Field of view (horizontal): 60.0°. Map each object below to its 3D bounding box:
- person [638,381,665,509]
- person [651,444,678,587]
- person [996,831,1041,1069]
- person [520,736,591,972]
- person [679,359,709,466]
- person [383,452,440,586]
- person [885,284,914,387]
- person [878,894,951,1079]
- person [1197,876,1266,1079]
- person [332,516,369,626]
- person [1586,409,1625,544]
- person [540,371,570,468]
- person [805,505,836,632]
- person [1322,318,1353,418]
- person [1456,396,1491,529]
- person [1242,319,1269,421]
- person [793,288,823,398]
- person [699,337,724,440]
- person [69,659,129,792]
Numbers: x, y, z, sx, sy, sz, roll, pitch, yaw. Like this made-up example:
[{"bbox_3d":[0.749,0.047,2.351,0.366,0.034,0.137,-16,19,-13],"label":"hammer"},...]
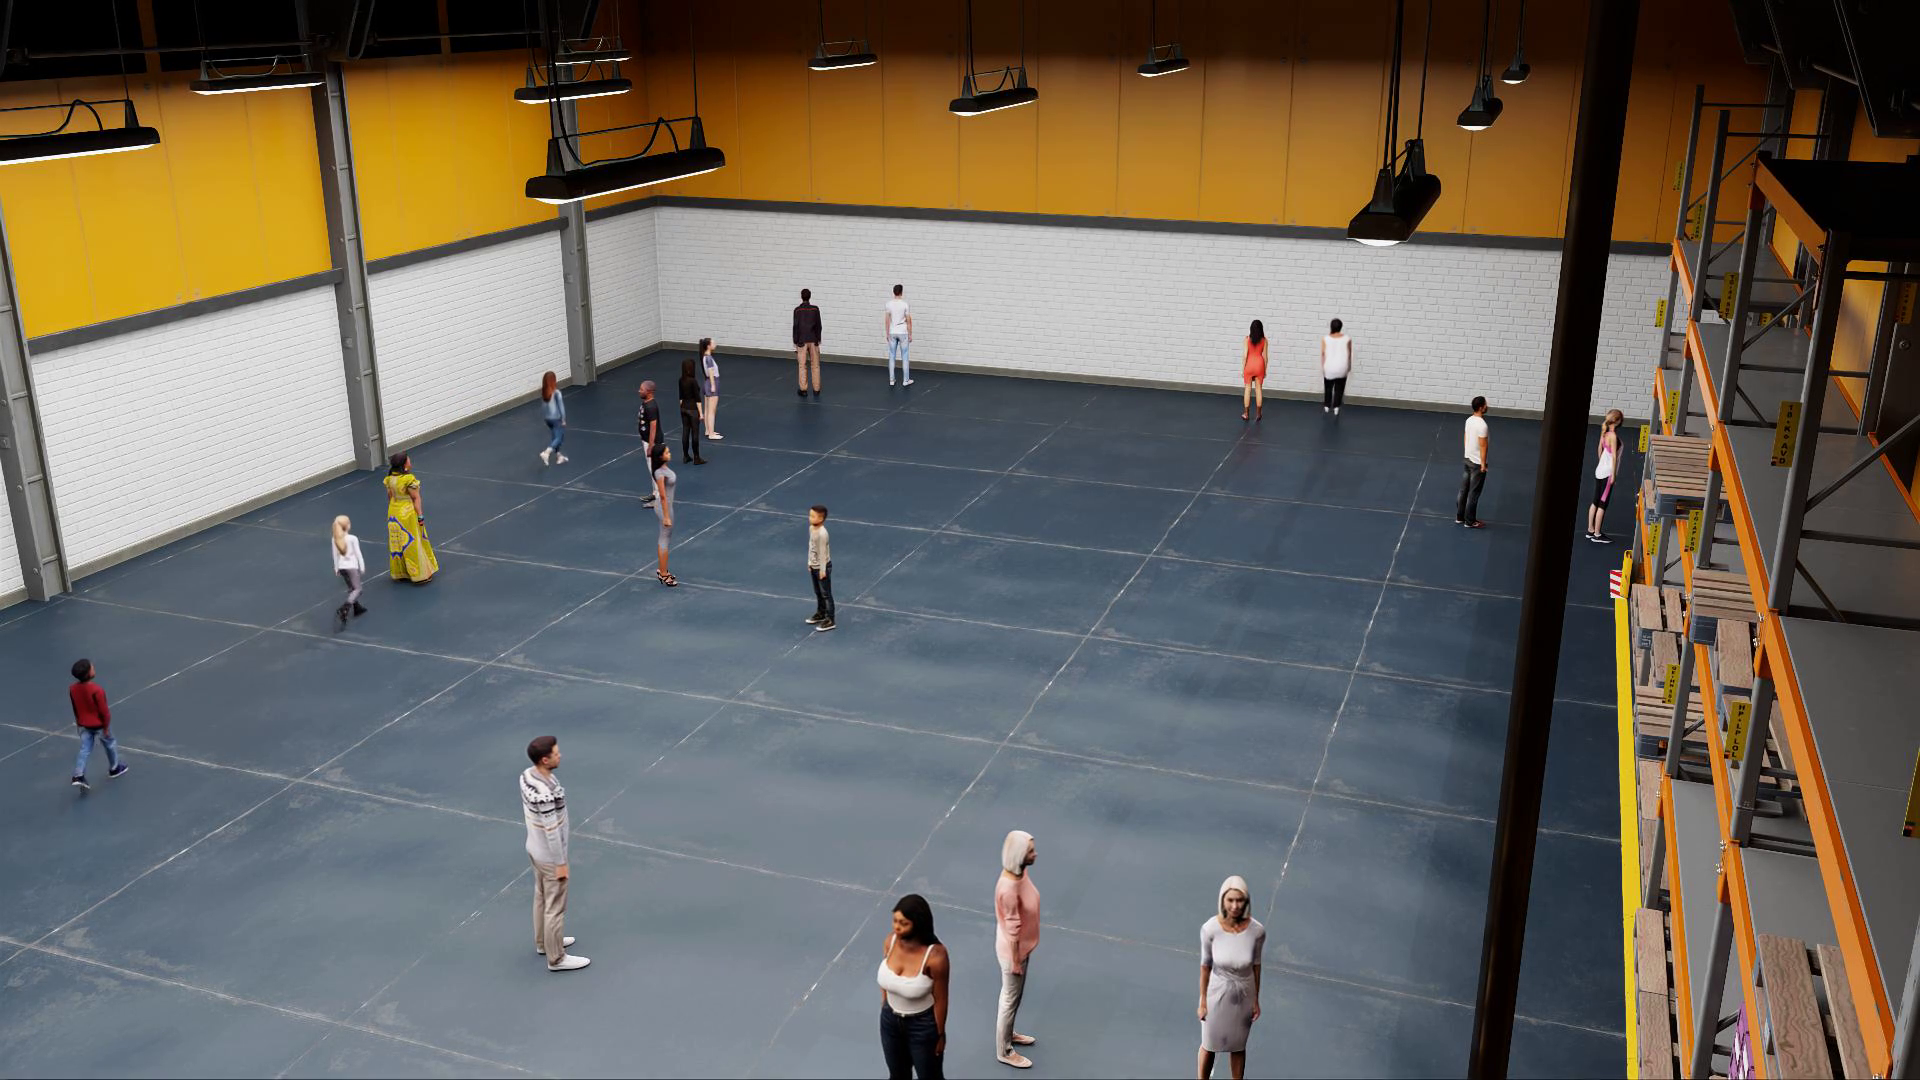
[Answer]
[{"bbox_3d":[-4.348,-1.373,23.494,0.820,1.805,0.728,-5,19,-14],"label":"person"},{"bbox_3d":[-3.633,-0.324,20.418,0.733,1.781,0.623,-3,19,-9],"label":"person"},{"bbox_3d":[0.378,2.756,11.361,0.707,1.725,0.528,2,19,7],"label":"person"},{"bbox_3d":[-3.086,2.317,12.450,0.795,1.860,0.765,-11,21,-29],"label":"person"},{"bbox_3d":[-4.147,-1.978,25.548,0.615,1.642,0.572,12,22,32],"label":"person"},{"bbox_3d":[-6.823,-0.283,20.486,0.879,1.659,0.801,9,21,25],"label":"person"},{"bbox_3d":[-1.127,-3.770,30.540,0.663,1.851,0.564,5,19,13],"label":"person"},{"bbox_3d":[-0.284,3.022,10.437,0.700,1.810,0.691,13,23,35],"label":"person"},{"bbox_3d":[1.729,2.952,10.735,0.631,1.751,0.622,-1,19,-2],"label":"person"},{"bbox_3d":[-7.087,0.352,19.221,0.508,1.264,0.821,5,19,15],"label":"person"},{"bbox_3d":[8.541,-0.864,22.010,0.738,1.787,0.584,0,19,-1],"label":"person"},{"bbox_3d":[-6.244,-1.827,25.379,0.670,1.464,0.890,11,21,29],"label":"person"},{"bbox_3d":[-1.592,0.297,19.077,0.657,1.459,0.612,-11,21,-28],"label":"person"},{"bbox_3d":[6.409,-2.923,28.311,0.650,1.668,0.939,6,20,18],"label":"person"},{"bbox_3d":[6.992,-1.076,22.613,0.781,1.804,0.666,-4,19,-12],"label":"person"},{"bbox_3d":[4.977,-2.884,28.114,0.654,1.719,0.641,0,19,-1],"label":"person"},{"bbox_3d":[-2.739,-3.541,29.746,0.790,1.925,0.830,-7,20,-20],"label":"person"},{"bbox_3d":[-4.069,-2.474,27.007,0.728,1.650,0.648,-7,20,-19],"label":"person"},{"bbox_3d":[-7.996,1.701,15.252,0.611,1.239,0.885,3,19,8],"label":"person"}]
